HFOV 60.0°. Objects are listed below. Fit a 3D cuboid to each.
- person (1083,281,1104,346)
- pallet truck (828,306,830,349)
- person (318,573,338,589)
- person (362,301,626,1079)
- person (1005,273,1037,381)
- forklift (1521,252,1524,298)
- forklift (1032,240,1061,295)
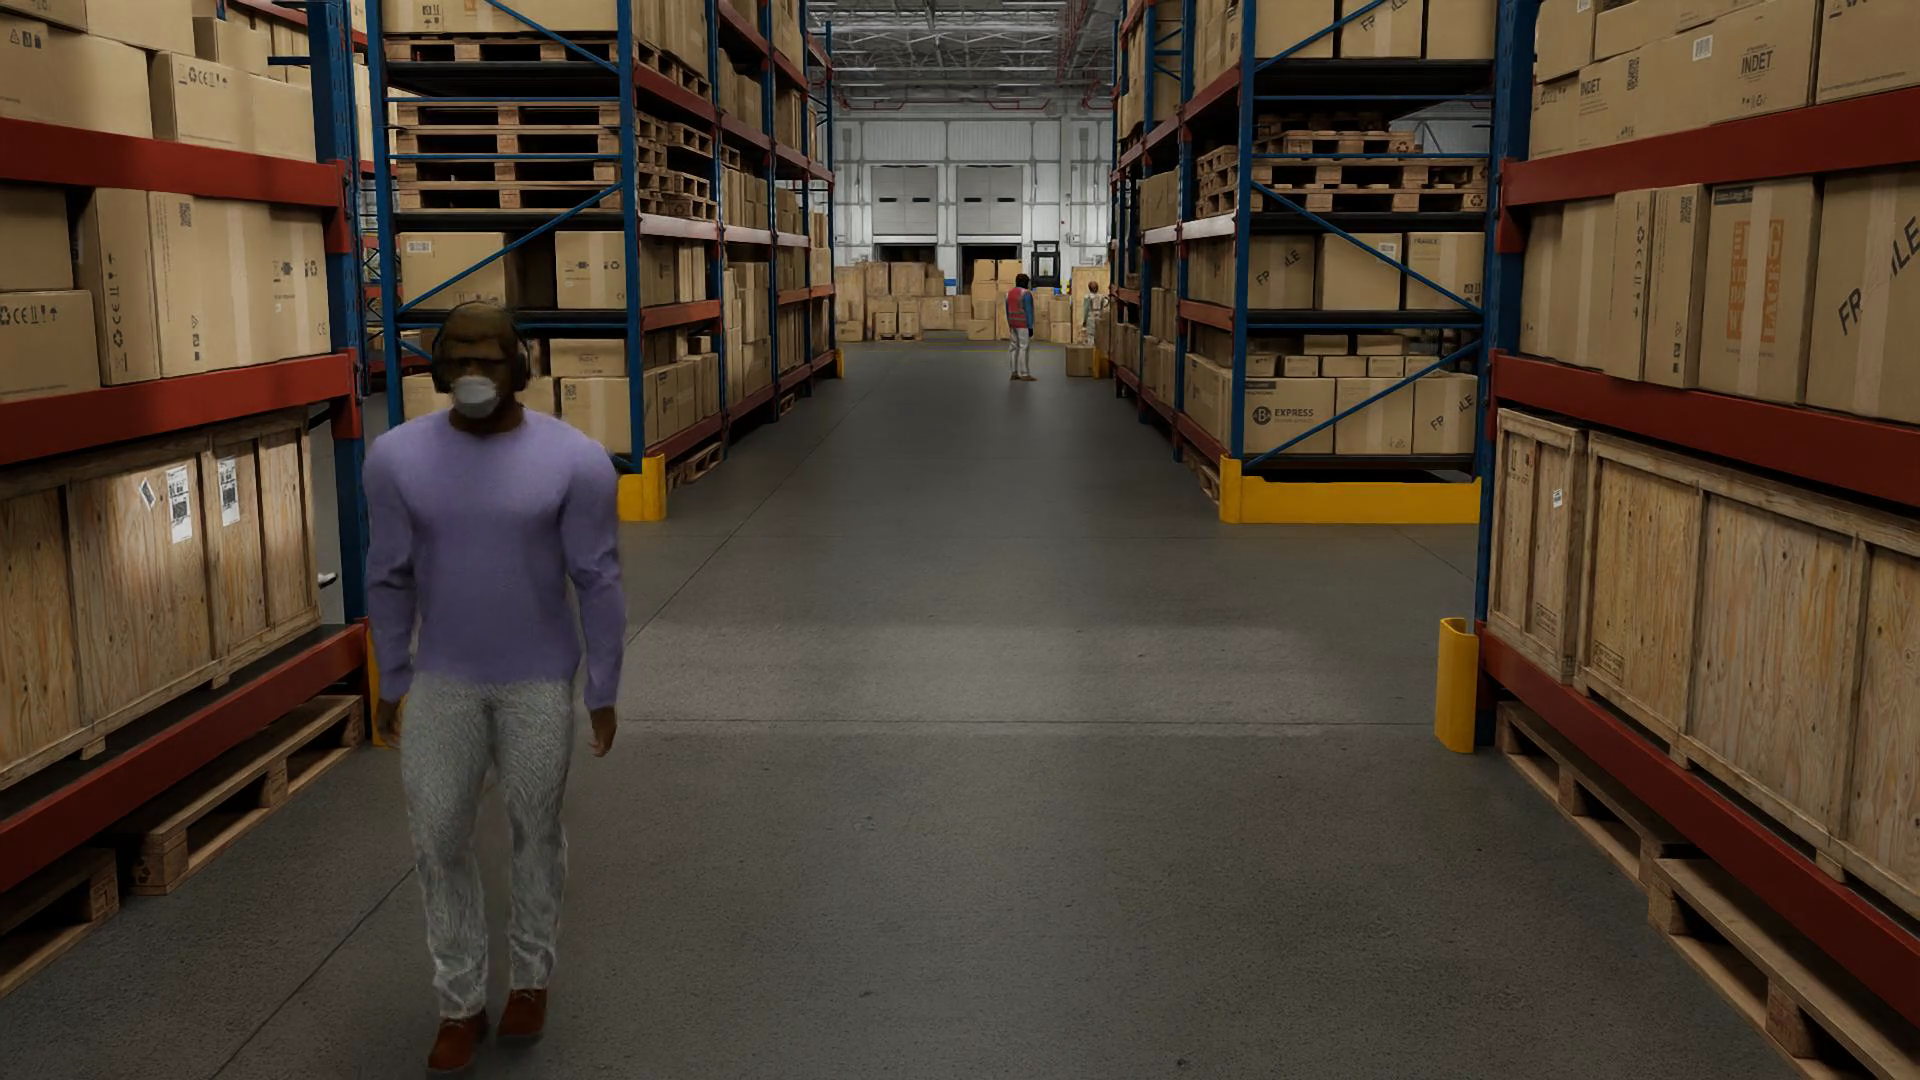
[{"bbox_3d":[2.745,-4.494,34.186,0.516,1.640,0.314,-6,11,-32],"label":"person"},{"bbox_3d":[-3.100,-3.940,29.800,1.885,1.965,0.823,3,10,19],"label":"pallet truck"},{"bbox_3d":[-4.223,-0.525,9.758,0.978,1.859,0.644,0,9,-2],"label":"person"},{"bbox_3d":[-1.161,0.384,4.119,0.655,1.921,0.668,-1,10,-5],"label":"person"},{"bbox_3d":[1.056,-3.645,28.514,0.429,1.841,0.625,-7,12,-37],"label":"person"},{"bbox_3d":[7.840,-3.351,23.632,1.873,2.768,1.129,6,11,31],"label":"forklift"},{"bbox_3d":[3.172,-9.648,61.356,1.129,2.768,1.873,0,9,1],"label":"forklift"}]
